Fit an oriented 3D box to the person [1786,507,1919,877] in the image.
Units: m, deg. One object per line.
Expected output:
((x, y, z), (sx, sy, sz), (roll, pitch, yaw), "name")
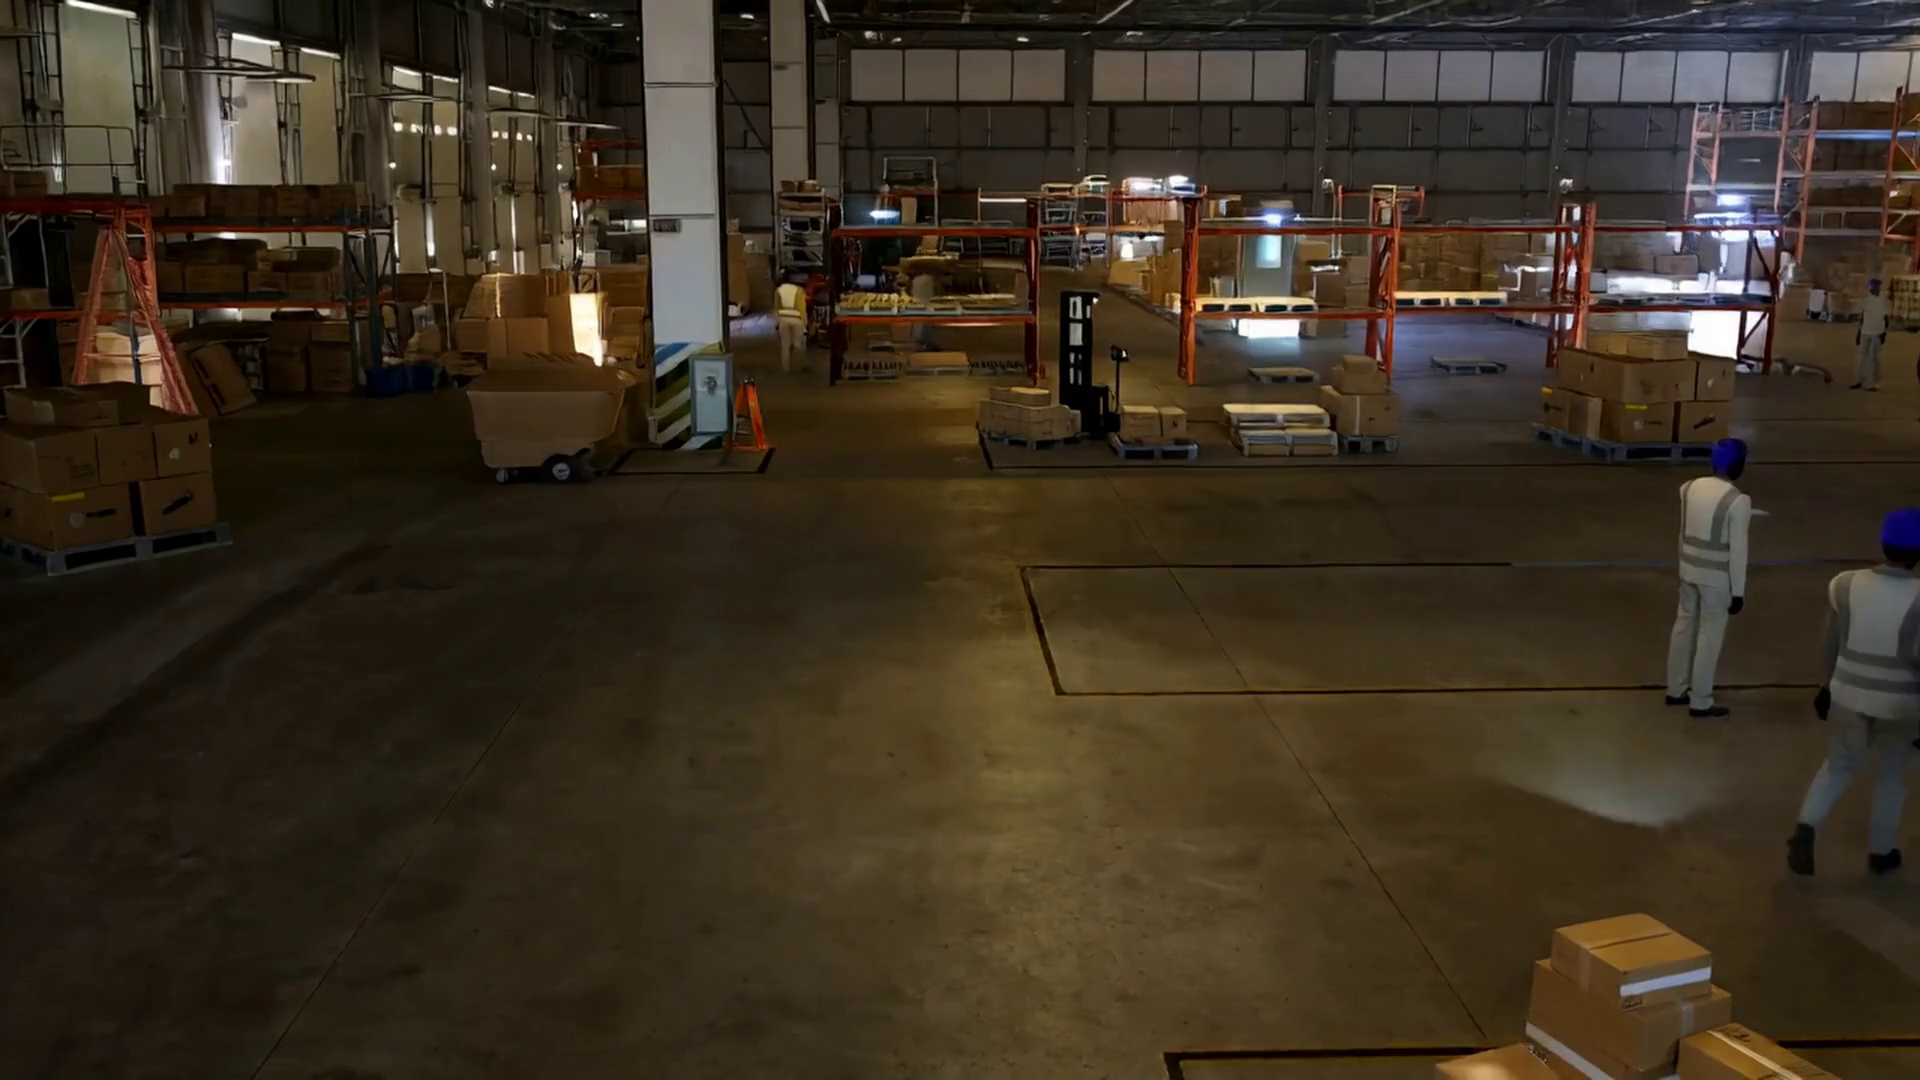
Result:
((4.541, 0.794, 8.310), (0.773, 1.930, 0.622), (-9, 16, -36), "person")

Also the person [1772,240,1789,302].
((22.592, -7.407, 45.860), (0.541, 1.695, 0.315), (-8, 15, -32), "person")

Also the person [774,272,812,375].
((-2.960, -3.868, 29.634), (0.646, 1.796, 0.938), (3, 13, 15), "person")

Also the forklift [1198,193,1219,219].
((8.430, -10.397, 56.665), (1.873, 2.768, 1.129), (10, 16, 38), "forklift")

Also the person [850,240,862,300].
((-2.880, -7.451, 46.081), (0.321, 1.694, 0.531), (-1, 13, -4), "person")

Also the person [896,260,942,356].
((-0.780, -4.445, 32.090), (1.019, 1.865, 0.670), (-4, 13, -18), "person")

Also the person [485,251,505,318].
((-11.474, -6.270, 40.879), (0.522, 1.631, 0.324), (11, 17, 41), "person")

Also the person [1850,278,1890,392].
((14.931, -3.364, 27.240), (0.332, 1.860, 0.531), (-6, 14, -25), "person")

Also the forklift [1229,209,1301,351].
((6.186, -5.257, 33.458), (1.129, 2.768, 1.873), (0, 12, -2), "forklift")

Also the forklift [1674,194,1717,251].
((24.248, -9.960, 54.691), (1.129, 2.768, 1.873), (-3, 13, -15), "forklift")

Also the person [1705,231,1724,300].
((20.359, -7.339, 44.870), (0.611, 1.995, 0.376), (-12, 17, -43), "person")

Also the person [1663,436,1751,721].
((4.898, 0.254, 10.874), (0.350, 1.878, 0.567), (-4, 13, -18), "person")

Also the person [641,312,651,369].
((-4.315, -2.671, 23.948), (0.586, 1.928, 0.369), (-9, 15, -35), "person")

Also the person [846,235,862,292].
((-3.150, -8.344, 49.586), (0.381, 1.917, 0.585), (-10, 16, -38), "person")

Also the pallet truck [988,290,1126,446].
((1.257, -2.299, 22.111), (1.885, 1.965, 0.823), (-9, 15, -35), "pallet truck")

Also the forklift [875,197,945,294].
((-1.451, -8.633, 48.698), (1.873, 2.768, 1.129), (2, 13, 11), "forklift")
